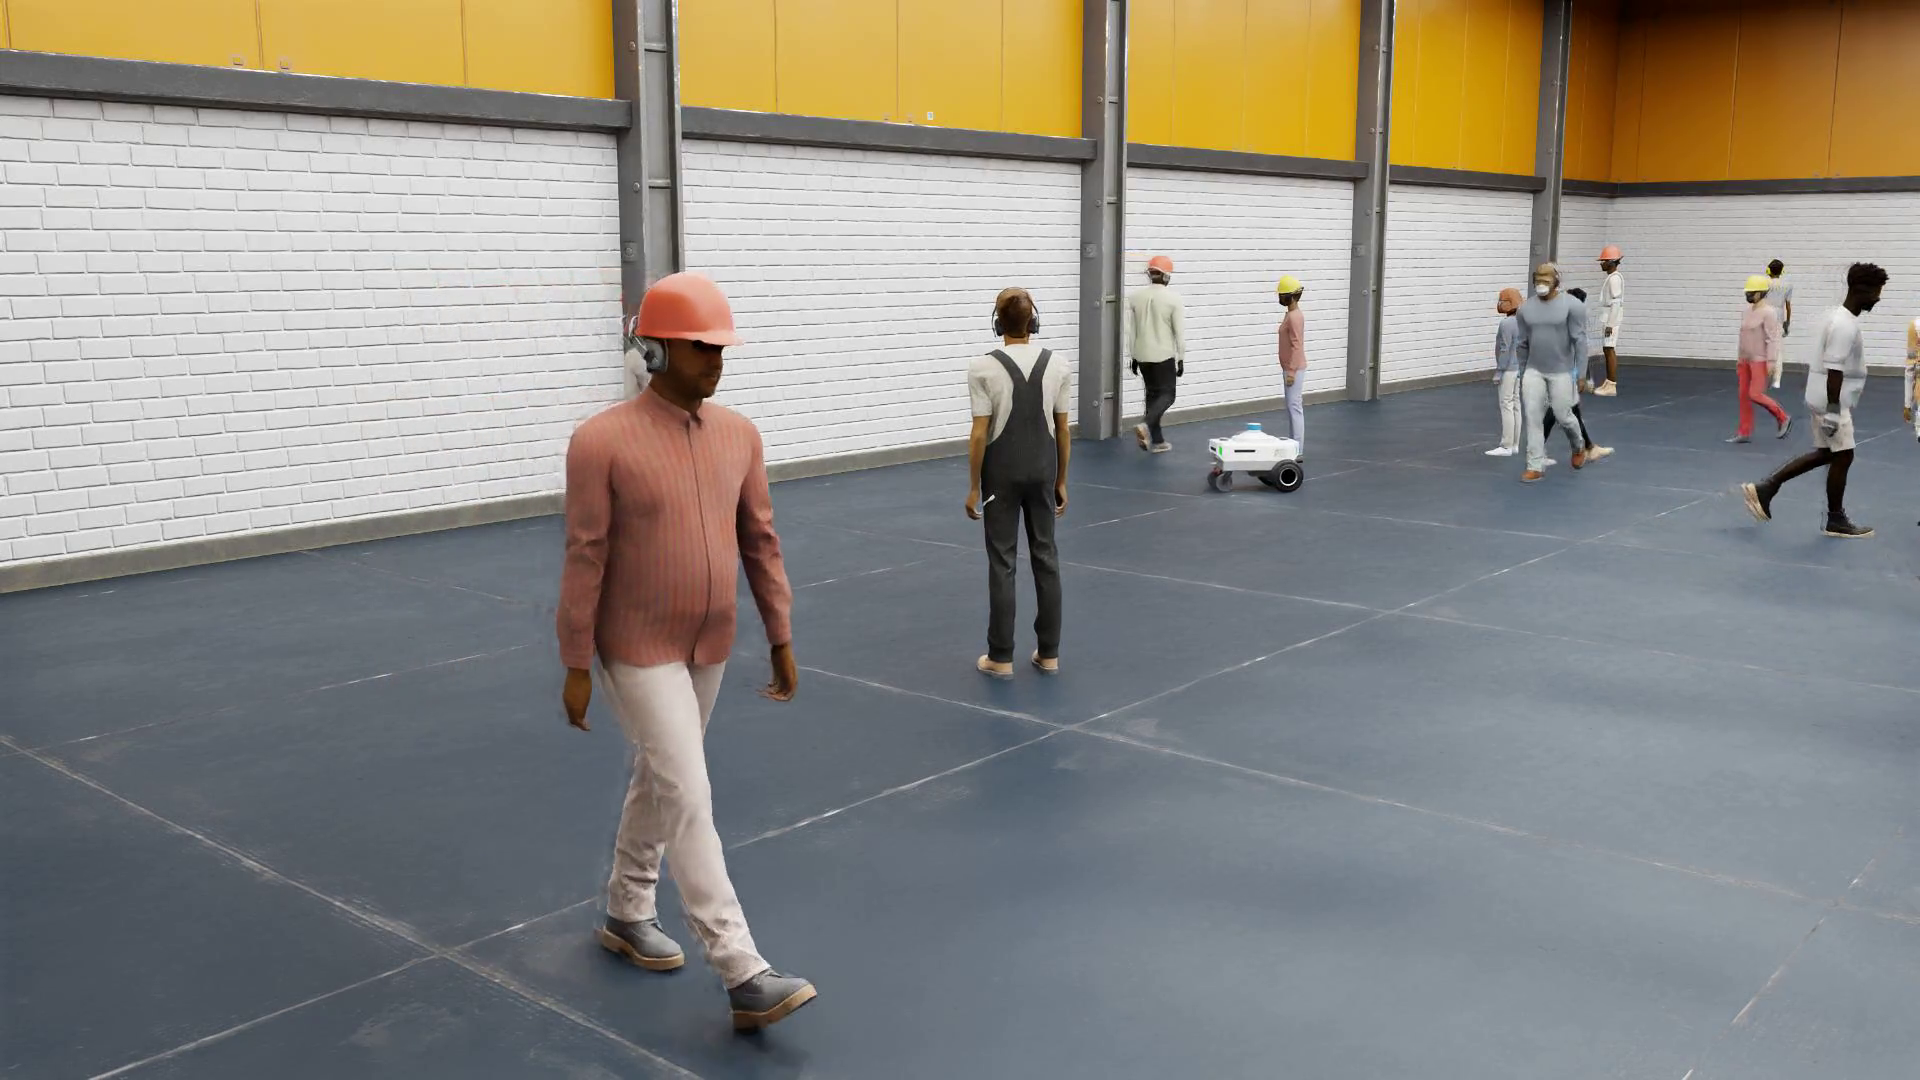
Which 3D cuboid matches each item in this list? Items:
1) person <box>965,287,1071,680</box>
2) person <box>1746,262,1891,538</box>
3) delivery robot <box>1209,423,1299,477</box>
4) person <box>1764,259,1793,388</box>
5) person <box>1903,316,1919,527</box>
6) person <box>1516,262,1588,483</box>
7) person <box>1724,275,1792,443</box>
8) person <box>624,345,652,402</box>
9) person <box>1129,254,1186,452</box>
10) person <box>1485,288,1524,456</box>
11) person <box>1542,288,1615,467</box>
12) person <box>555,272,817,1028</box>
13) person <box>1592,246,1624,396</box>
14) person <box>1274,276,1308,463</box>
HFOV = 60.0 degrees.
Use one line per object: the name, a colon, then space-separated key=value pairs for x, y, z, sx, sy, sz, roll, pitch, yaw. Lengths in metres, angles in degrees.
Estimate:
person: x=0.269 y=-0.260 z=7.827 sx=0.505 sy=1.842 sz=0.345 roll=-3 pitch=10 yaw=-17
person: x=6.028 y=-0.979 z=11.664 sx=0.753 sy=1.932 sz=0.673 roll=5 pitch=11 yaw=25
delivery robot: x=2.456 y=-0.736 z=13.923 sx=0.707 sy=0.478 sz=0.477 roll=-1 pitch=10 yaw=-6
person: x=11.763 y=-3.128 z=24.110 sx=0.516 sy=1.861 sz=0.317 roll=2 pitch=10 yaw=14
person: x=7.304 y=-1.066 z=12.337 sx=0.560 sy=1.882 sz=0.988 roll=7 pitch=12 yaw=34
person: x=5.176 y=-1.459 z=14.479 sx=0.844 sy=1.906 sz=0.678 roll=-10 pitch=14 yaw=-44
person: x=8.272 y=-1.853 z=17.168 sx=0.546 sy=1.755 sz=0.536 roll=-1 pitch=10 yaw=-7
person: x=-2.024 y=-0.766 z=11.309 sx=0.512 sy=1.630 sz=0.268 roll=1 pitch=10 yaw=6
person: x=1.905 y=-1.811 z=16.299 sx=0.621 sy=1.973 sz=0.712 roll=8 pitch=12 yaw=37
person: x=5.353 y=-1.639 z=16.264 sx=0.281 sy=1.635 sz=0.498 roll=8 pitch=13 yaw=37
person: x=5.707 y=-1.499 z=15.402 sx=0.882 sy=1.640 sz=0.572 roll=0 pitch=10 yaw=0
person: x=-0.674 y=0.284 z=4.402 sx=1.027 sy=1.945 sz=0.637 roll=8 pitch=13 yaw=38
person: x=8.883 y=-2.996 z=22.832 sx=0.389 sy=2.041 sz=0.614 roll=3 pitch=10 yaw=17
person: x=3.108 y=-1.601 z=15.690 sx=0.329 sy=1.764 sz=0.524 roll=1 pitch=10 yaw=8
